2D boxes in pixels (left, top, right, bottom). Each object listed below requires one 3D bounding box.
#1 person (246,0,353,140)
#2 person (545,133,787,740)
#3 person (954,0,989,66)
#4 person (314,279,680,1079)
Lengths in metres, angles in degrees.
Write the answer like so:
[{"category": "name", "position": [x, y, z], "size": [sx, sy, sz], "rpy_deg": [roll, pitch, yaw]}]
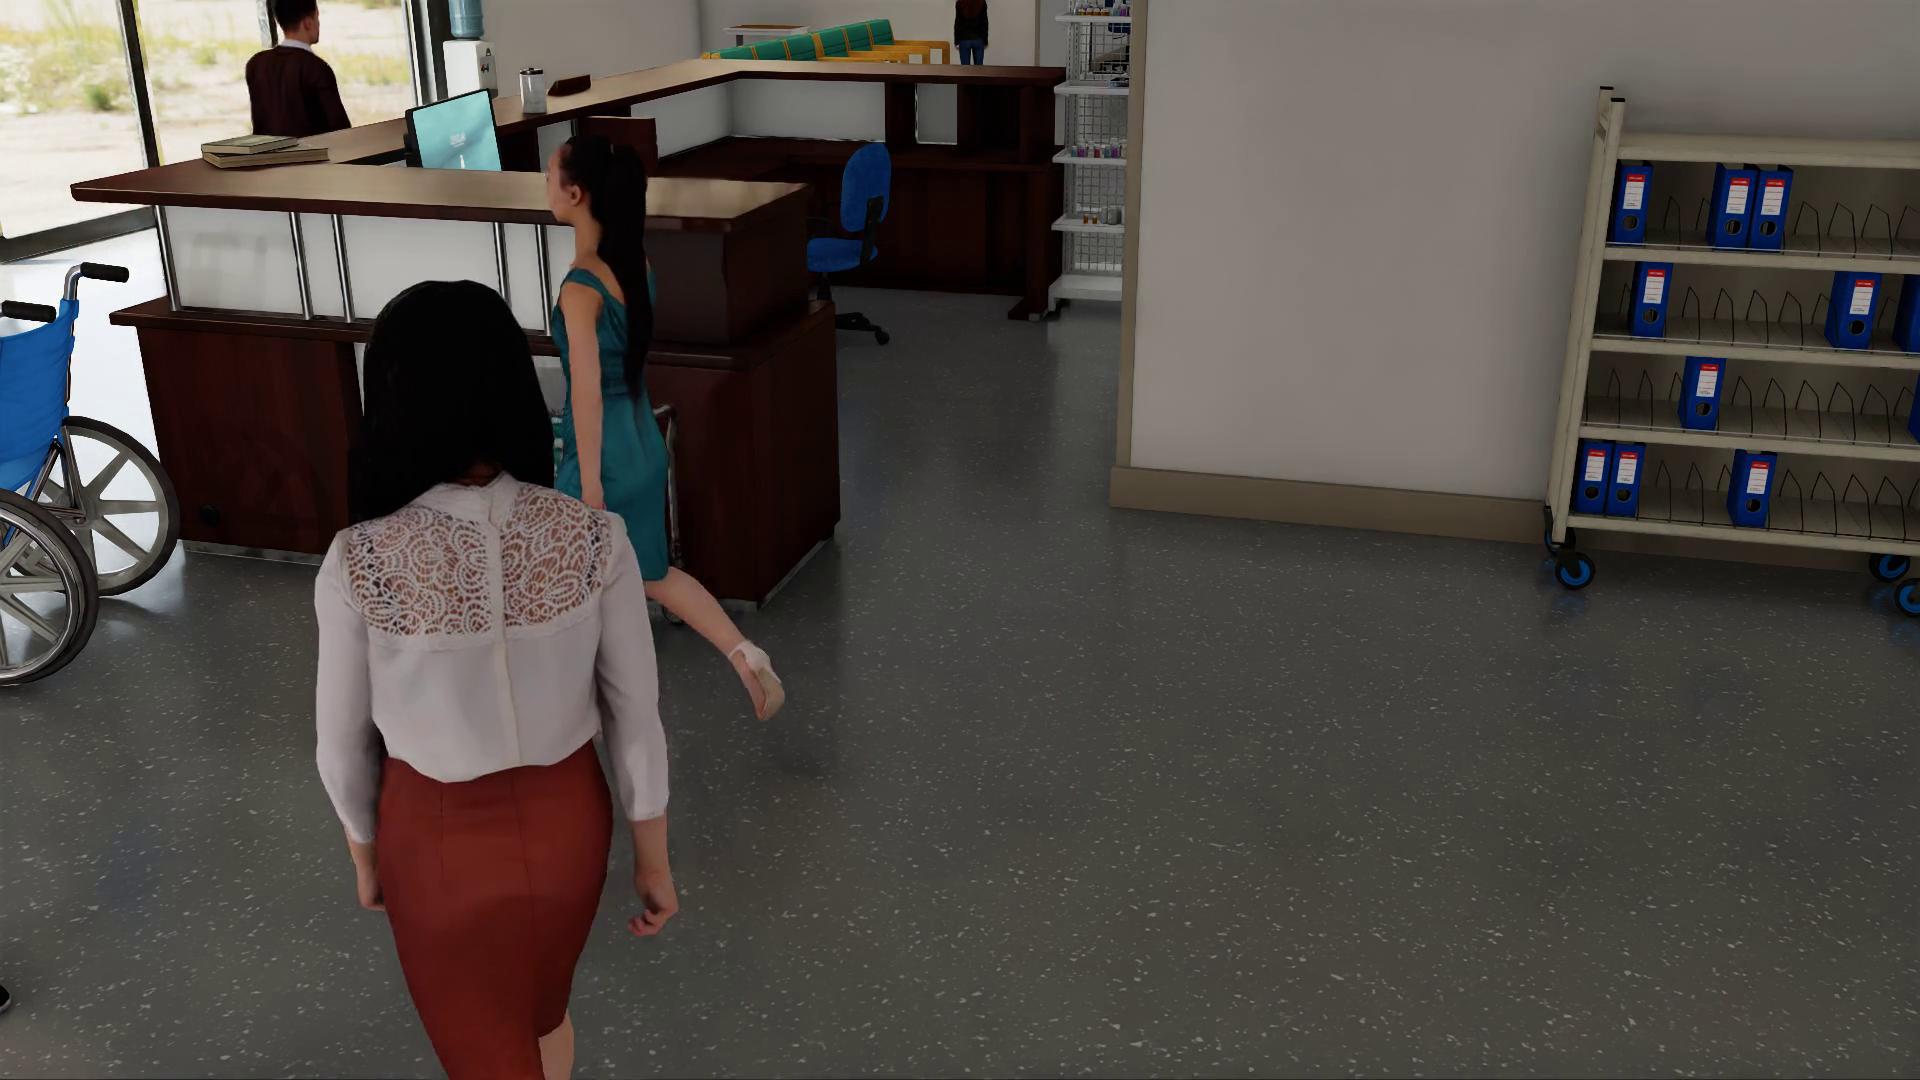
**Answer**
[{"category": "person", "position": [-3.160, -1.661, 7.929], "size": [0.627, 1.851, 0.812], "rpy_deg": [9, 23, 22]}, {"category": "person", "position": [-0.808, -0.176, 4.275], "size": [0.901, 1.663, 0.558], "rpy_deg": [6, 21, 15]}, {"category": "person", "position": [0.135, -5.948, 19.768], "size": [0.565, 1.483, 0.694], "rpy_deg": [-3, 21, -7]}, {"category": "person", "position": [-0.604, 0.552, 2.293], "size": [1.064, 1.705, 1.132], "rpy_deg": [-11, 24, -28]}]
